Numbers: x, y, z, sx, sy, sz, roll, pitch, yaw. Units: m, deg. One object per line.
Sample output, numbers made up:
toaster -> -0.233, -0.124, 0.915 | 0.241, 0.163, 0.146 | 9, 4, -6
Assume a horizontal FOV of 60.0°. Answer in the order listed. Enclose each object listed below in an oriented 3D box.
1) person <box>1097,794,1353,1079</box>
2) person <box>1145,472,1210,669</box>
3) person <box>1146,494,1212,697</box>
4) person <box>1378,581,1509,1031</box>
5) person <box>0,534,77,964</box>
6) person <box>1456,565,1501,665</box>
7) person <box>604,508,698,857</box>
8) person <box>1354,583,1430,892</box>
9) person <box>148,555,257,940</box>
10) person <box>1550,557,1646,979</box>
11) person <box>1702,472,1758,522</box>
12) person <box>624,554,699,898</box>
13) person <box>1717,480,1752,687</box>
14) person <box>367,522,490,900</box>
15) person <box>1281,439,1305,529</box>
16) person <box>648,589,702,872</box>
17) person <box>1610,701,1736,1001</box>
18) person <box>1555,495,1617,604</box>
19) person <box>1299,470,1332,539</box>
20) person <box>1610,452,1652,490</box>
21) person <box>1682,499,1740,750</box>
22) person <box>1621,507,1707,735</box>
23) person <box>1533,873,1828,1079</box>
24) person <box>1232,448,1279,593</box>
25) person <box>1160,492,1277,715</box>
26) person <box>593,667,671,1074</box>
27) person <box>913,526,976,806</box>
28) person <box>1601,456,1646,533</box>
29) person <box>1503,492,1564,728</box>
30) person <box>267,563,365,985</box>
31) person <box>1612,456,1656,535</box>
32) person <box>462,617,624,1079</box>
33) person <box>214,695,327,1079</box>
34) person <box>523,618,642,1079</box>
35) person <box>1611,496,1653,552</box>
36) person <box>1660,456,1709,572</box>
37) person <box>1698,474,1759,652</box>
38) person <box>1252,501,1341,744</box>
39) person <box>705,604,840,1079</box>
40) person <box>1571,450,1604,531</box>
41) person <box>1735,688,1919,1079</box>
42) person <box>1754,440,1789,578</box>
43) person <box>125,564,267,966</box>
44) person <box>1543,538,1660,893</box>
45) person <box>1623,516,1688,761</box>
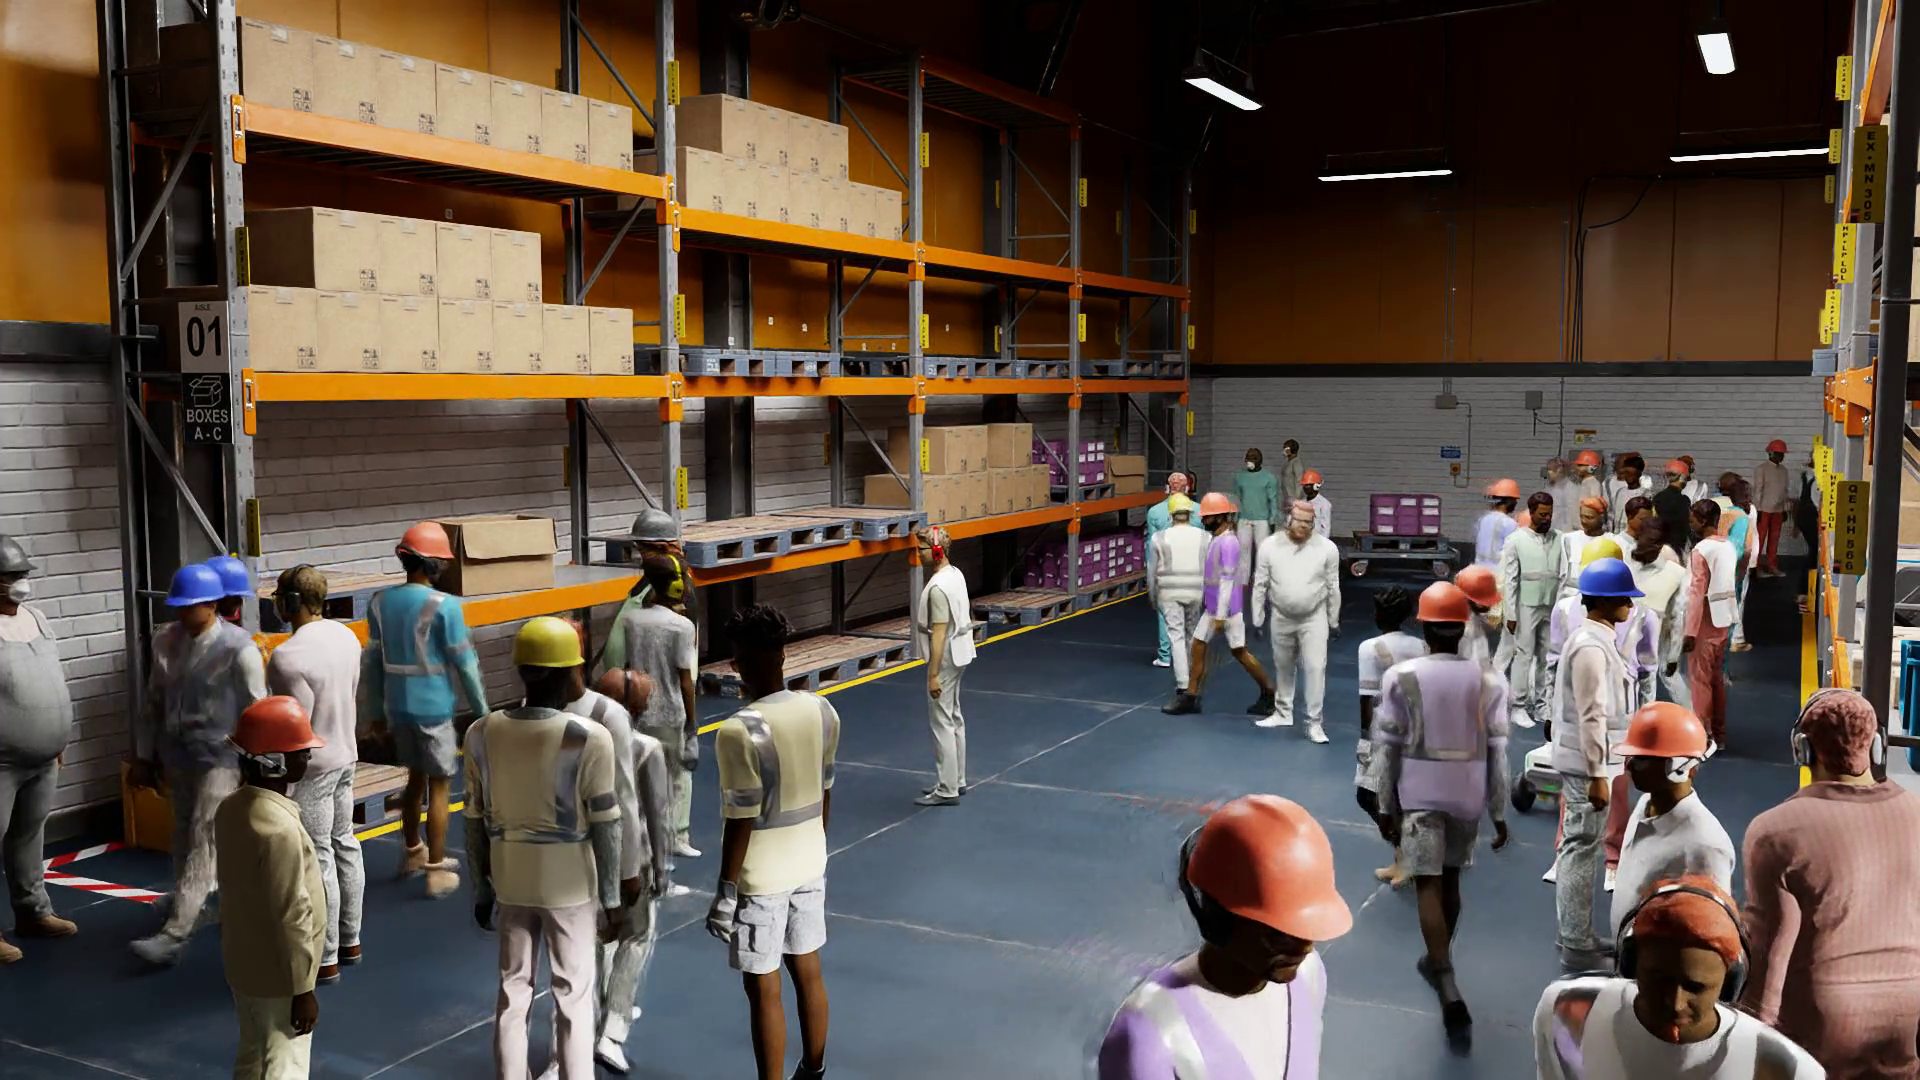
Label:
person -> 0.558, 1.459, 3.164 | 0.635, 2.000, 0.820 | -4, 7, -38
person -> 2.106, 0.297, 16.195 | 0.645, 1.907, 0.400 | -1, 5, -6
person -> 1.945, 0.486, 14.834 | 0.595, 1.774, 0.933 | -1, 5, -8
person -> 2.122, 1.140, 7.260 | 0.553, 1.902, 0.948 | 0, 5, 4
person -> -4.583, 0.987, 8.057 | 0.537, 2.000, 0.683 | 1, 5, 10
person -> 3.038, 0.974, 10.019 | 0.341, 1.705, 0.696 | 1, 5, 11
person -> -1.809, 0.829, 9.752 | 0.536, 2.000, 0.675 | -2, 6, -21
person -> 2.398, 1.078, 9.017 | 0.554, 1.671, 0.494 | -3, 6, -33
person -> -3.768, 1.040, 8.193 | 0.720, 1.918, 0.585 | 2, 6, 16
person -> 2.995, 1.050, 7.859 | 0.395, 1.949, 0.602 | 2, 6, 20
person -> 8.349, 0.173, 18.096 | 0.675, 1.810, 0.609 | 0, 5, 2
person -> -1.633, 1.010, 8.965 | 0.581, 1.843, 0.458 | 3, 6, 31
person -> 7.097, 0.396, 15.332 | 0.390, 1.878, 0.762 | 1, 5, 13
person -> -2.866, 0.909, 9.017 | 0.616, 2.020, 0.495 | 3, 6, 32
person -> 5.045, -0.567, 25.329 | 0.372, 1.940, 0.630 | -1, 5, -6
person -> -1.676, 1.049, 9.517 | 0.312, 1.642, 0.512 | 2, 6, 21
person -> 2.231, 1.383, 5.316 | 0.330, 1.753, 0.561 | 0, 5, 1
person -> 5.017, 0.581, 13.250 | 0.572, 1.886, 0.354 | 4, 7, 36
person -> 4.151, 0.046, 19.703 | 0.324, 1.752, 0.561 | -3, 6, -28
person -> 9.173, -0.294, 22.842 | 0.582, 1.857, 0.792 | 1, 5, 6
person -> 5.601, 0.647, 12.452 | 0.408, 1.909, 0.593 | 5, 7, 44
person -> 5.314, 0.643, 12.716 | 0.615, 1.875, 1.007 | -2, 6, -22
person -> 1.401, 1.535, 3.358 | 0.612, 1.813, 0.980 | 4, 7, 36
person -> 3.875, -0.249, 21.909 | 0.635, 1.936, 0.354 | 4, 6, 34
person -> 2.212, 0.537, 13.780 | 1.002, 1.883, 0.544 | -1, 5, -7
person -> -1.435, 1.320, 6.806 | 0.560, 1.616, 0.692 | 2, 6, 25
person -> -0.095, 0.825, 10.909 | 0.385, 1.836, 0.566 | 1, 5, 10
person -> 8.633, -0.173, 21.651 | 0.596, 1.831, 0.997 | 3, 6, 27
person -> 4.634, 0.557, 13.417 | 0.605, 1.906, 0.409 | -2, 6, -23
person -> -2.985, 1.073, 7.676 | 0.370, 1.940, 0.627 | 1, 5, 7
person -> 7.507, 0.043, 18.607 | 0.367, 1.966, 0.607 | -2, 6, -22
person -> -1.482, 1.235, 5.992 | 0.593, 1.924, 0.381 | 1, 5, 14
person -> -2.213, 1.374, 5.415 | 0.330, 1.751, 0.565 | -5, 7, -41
person -> -1.578, 1.237, 6.390 | 0.605, 1.849, 0.727 | 4, 7, 38
person -> 5.181, 0.608, 12.874 | 0.599, 1.905, 0.391 | -3, 6, -32
person -> 8.985, -0.111, 20.707 | 0.573, 1.883, 0.356 | 3, 6, 31
person -> 7.973, 0.231, 17.247 | 0.429, 1.842, 0.637 | -4, 7, -37
person -> 2.622, 0.620, 13.043 | 0.687, 1.860, 0.692 | 2, 6, 21
person -> -0.697, 1.209, 6.104 | 0.381, 1.958, 0.602 | 3, 6, 33
person -> 7.343, -0.056, 19.514 | 0.373, 1.997, 0.615 | 0, 5, 5
person -> 2.464, 1.366, 4.719 | 0.639, 1.904, 0.402 | -1, 5, -8
person -> 11.605, -0.444, 23.775 | 0.611, 1.985, 0.412 | -2, 6, -23
person -> -3.701, 1.057, 8.093 | 0.611, 1.889, 1.019 | 2, 6, 24
person -> 3.488, 0.946, 9.089 | 0.585, 1.928, 0.370 | 4, 6, 35
person -> 4.797, 0.735, 11.776 | 0.623, 1.852, 0.994 | 4, 7, 37
